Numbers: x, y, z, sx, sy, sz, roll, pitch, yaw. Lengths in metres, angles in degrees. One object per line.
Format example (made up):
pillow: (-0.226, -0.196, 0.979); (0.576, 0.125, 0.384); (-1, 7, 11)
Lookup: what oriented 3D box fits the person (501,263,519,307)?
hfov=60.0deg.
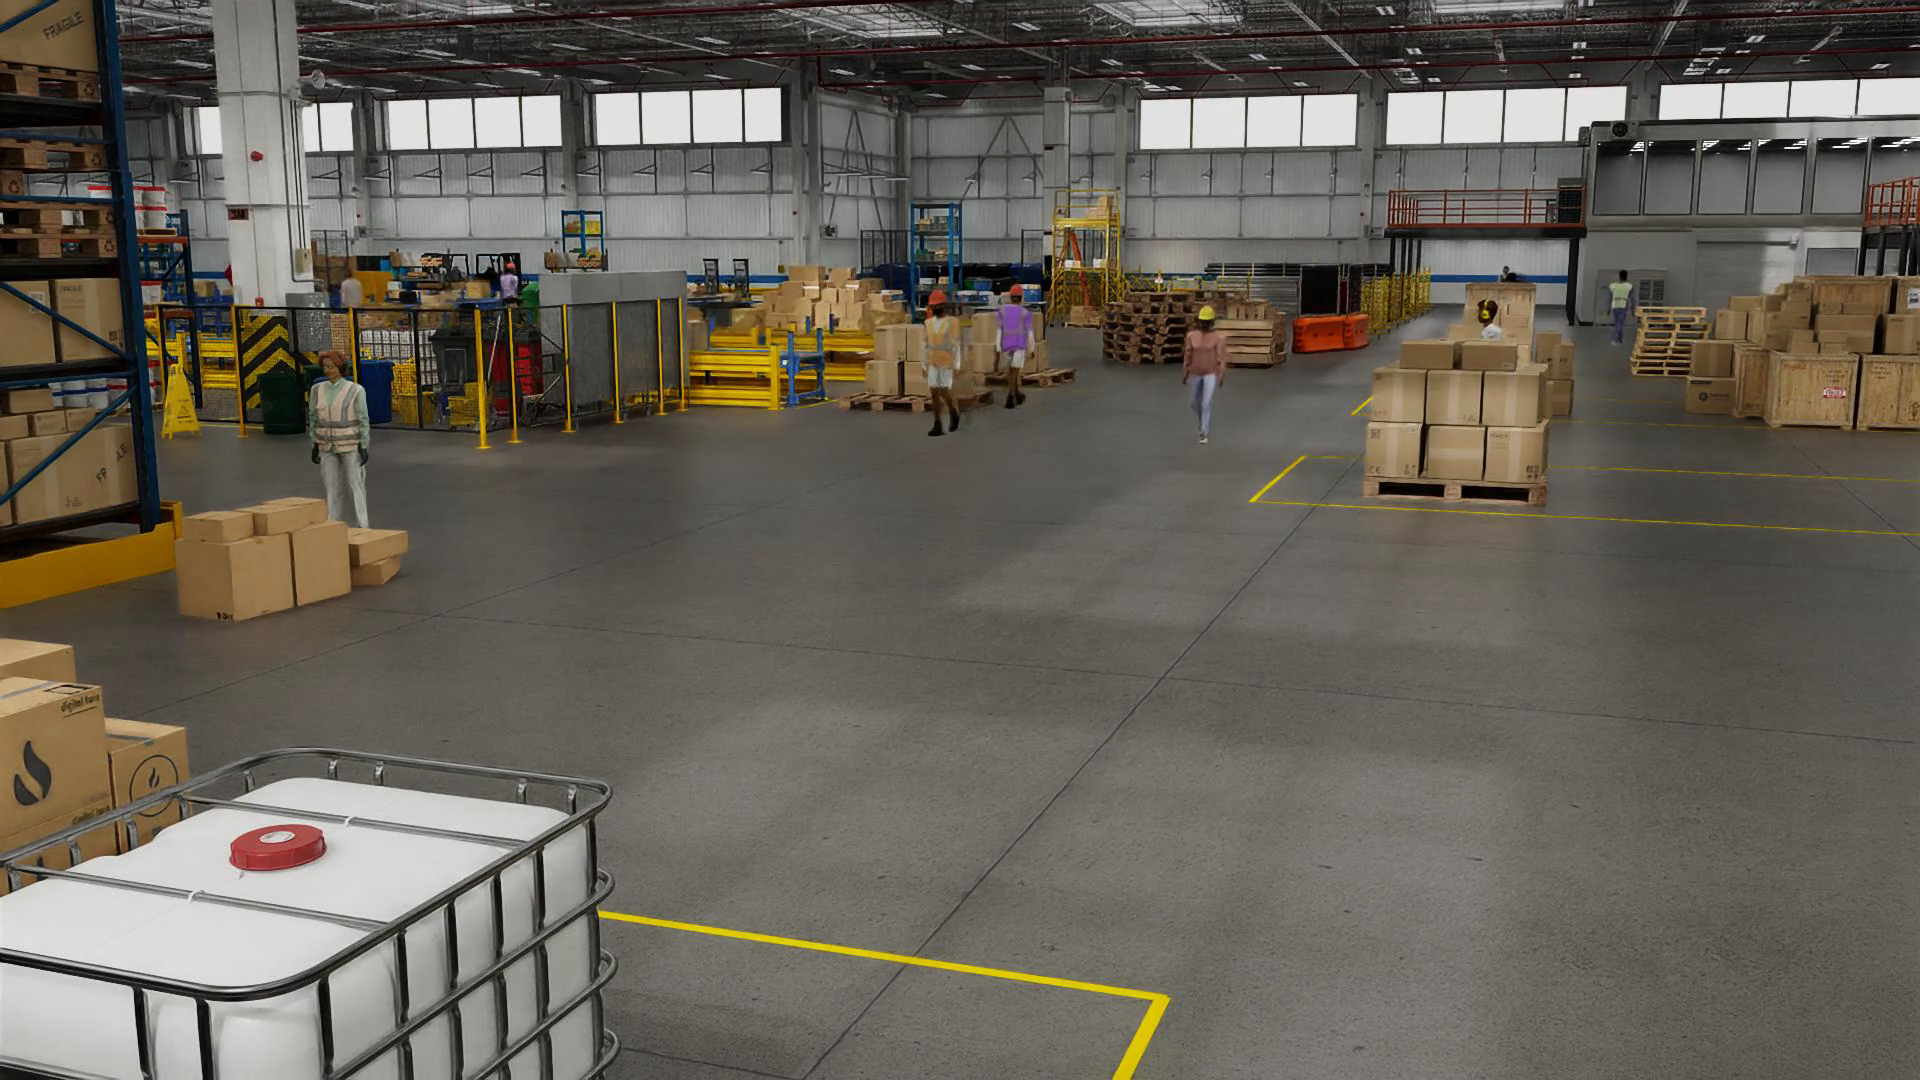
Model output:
person: (-13.090, -7.069, 48.418); (0.643, 1.987, 0.922); (5, 11, 27)

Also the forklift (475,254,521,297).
forklift: (-17.990, -10.121, 64.684); (1.157, 1.987, 2.680); (3, 11, 17)

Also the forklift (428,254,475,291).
forklift: (-20.133, -10.254, 65.465); (1.157, 1.987, 2.680); (3, 11, 19)

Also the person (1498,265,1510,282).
person: (18.201, -8.256, 55.558); (0.511, 1.827, 0.729); (3, 11, 17)

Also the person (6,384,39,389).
person: (-11.770, -2.077, 20.770); (0.525, 1.815, 0.616); (2, 10, 11)

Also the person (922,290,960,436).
person: (-0.248, -2.318, 21.831); (0.561, 1.918, 0.460); (7, 12, 33)

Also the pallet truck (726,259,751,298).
pallet truck: (-7.986, -9.493, 62.019); (0.823, 1.965, 1.885); (3, 11, 17)

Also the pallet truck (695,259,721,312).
pallet truck: (-9.165, -9.627, 62.776); (0.823, 1.965, 1.885); (4, 11, 23)

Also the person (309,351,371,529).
person: (-5.120, -0.742, 13.743); (0.524, 1.639, 0.308); (2, 10, 11)

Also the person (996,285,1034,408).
person: (0.865, -2.989, 25.705); (0.567, 1.887, 1.015); (4, 11, 20)

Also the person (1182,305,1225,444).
person: (3.115, -2.107, 21.105); (0.541, 1.749, 0.499); (5, 11, 27)

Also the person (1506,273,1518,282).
person: (11.663, -4.684, 35.159); (0.682, 1.923, 0.666); (-1, 10, -7)

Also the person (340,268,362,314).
person: (-15.812, -6.104, 43.216); (0.485, 1.892, 0.669); (5, 11, 26)

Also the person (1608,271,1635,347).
person: (16.346, -5.720, 41.142); (0.609, 1.874, 1.005); (8, 13, 39)

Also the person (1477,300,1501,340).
person: (6.150, -1.876, 19.496); (0.313, 1.866, 0.539); (6, 12, 32)
